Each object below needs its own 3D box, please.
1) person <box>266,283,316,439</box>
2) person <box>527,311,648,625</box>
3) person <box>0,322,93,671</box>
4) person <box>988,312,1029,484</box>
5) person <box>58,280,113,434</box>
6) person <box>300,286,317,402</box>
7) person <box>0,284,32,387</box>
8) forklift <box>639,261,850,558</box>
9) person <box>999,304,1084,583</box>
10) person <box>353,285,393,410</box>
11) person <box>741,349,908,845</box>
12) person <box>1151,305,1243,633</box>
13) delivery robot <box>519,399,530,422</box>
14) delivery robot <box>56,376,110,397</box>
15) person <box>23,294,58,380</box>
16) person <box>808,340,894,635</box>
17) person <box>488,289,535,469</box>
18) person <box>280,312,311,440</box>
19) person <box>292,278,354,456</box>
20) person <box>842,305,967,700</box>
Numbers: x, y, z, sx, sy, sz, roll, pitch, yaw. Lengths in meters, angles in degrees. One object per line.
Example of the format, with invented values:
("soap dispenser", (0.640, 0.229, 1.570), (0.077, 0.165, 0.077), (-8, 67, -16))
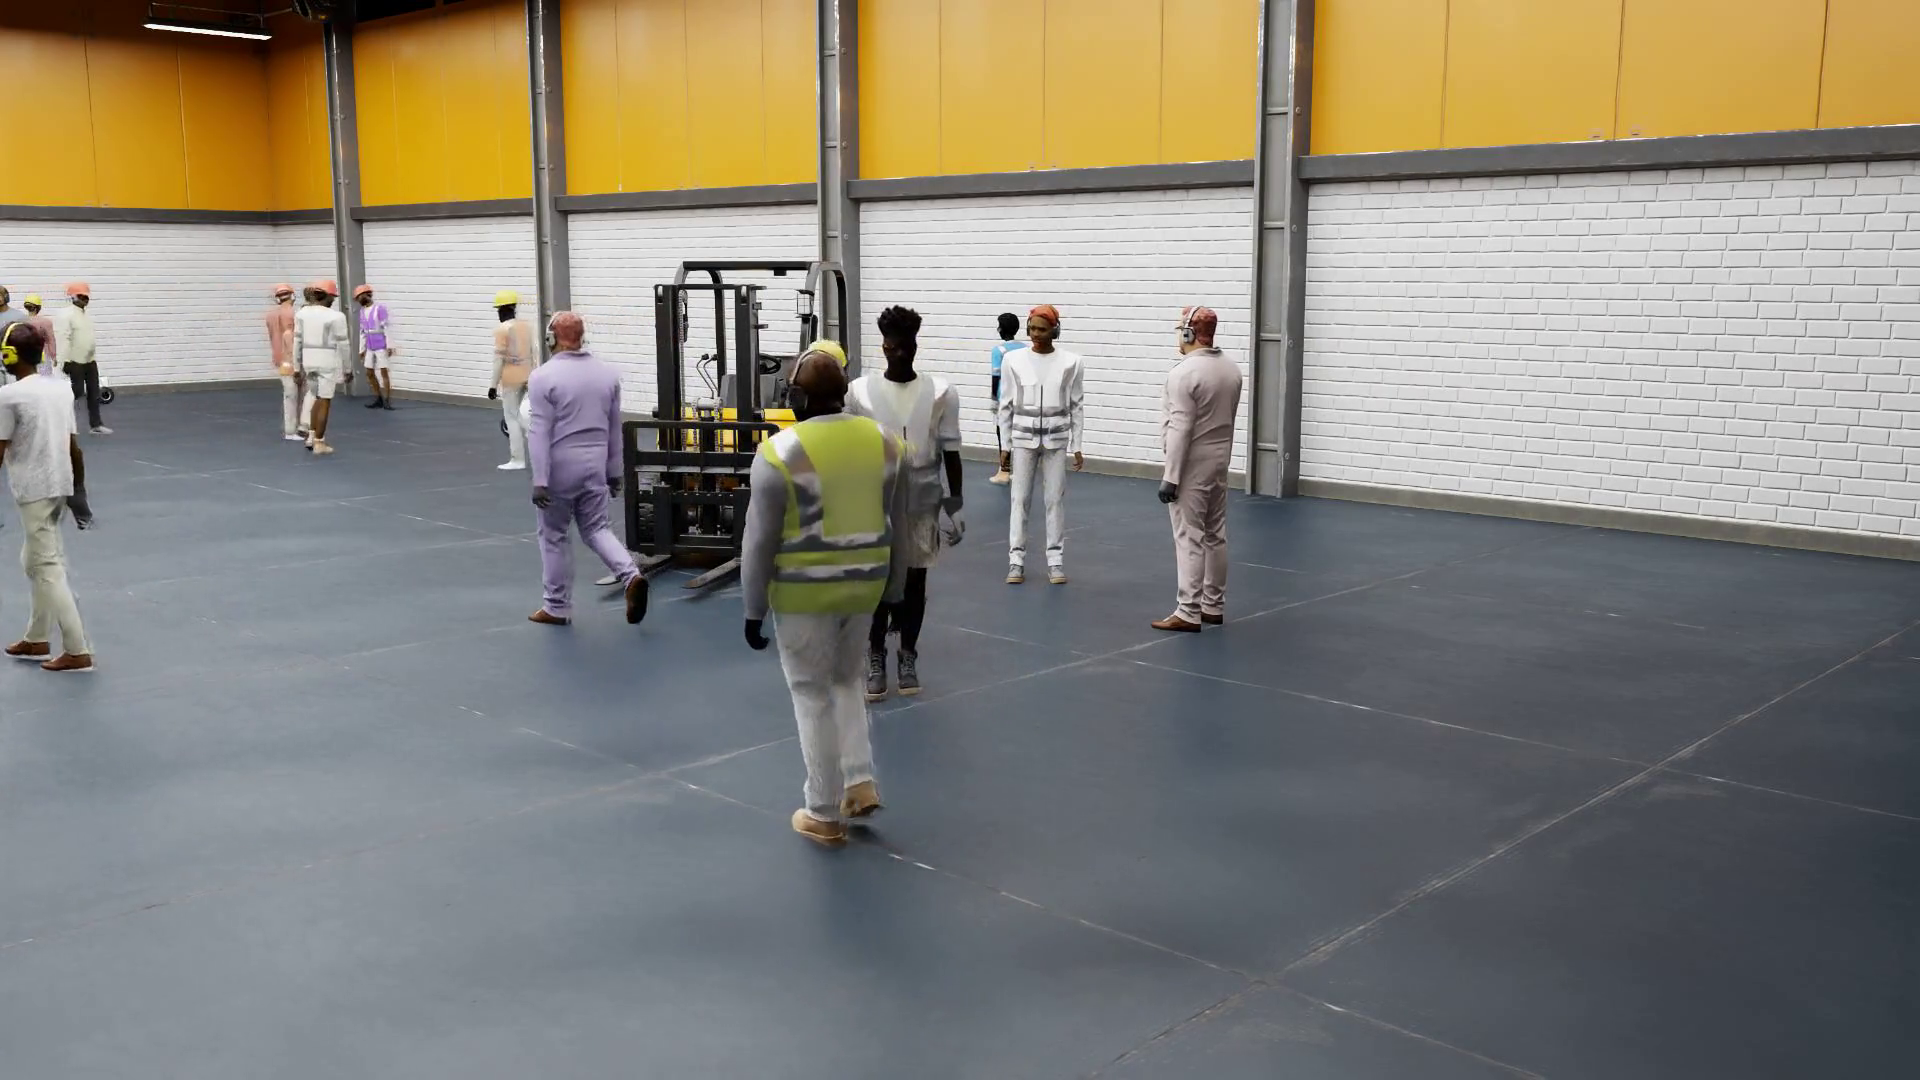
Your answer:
("person", (-8.312, -2.216, 20.674), (0.649, 1.947, 0.458), (3, 10, 18))
("person", (-2.224, -0.401, 9.779), (0.777, 1.881, 0.646), (7, 12, 36))
("person", (-4.944, -0.209, 8.736), (0.775, 1.838, 0.515), (2, 9, 9))
("person", (0.492, -1.396, 16.438), (0.533, 1.693, 0.317), (-9, 13, -43))
("person", (-11.337, -2.328, 21.288), (0.753, 1.977, 0.628), (1, 9, 7))
("person", (-10.323, -3.107, 26.473), (0.351, 1.843, 0.506), (-4, 10, -25))
("person", (-11.286, -2.046, 19.669), (0.627, 1.941, 0.372), (0, 9, -2))
("forklift", (-1.552, -1.040, 12.721), (1.214, 2.155, 2.313), (2, 9, 11))
("person", (0.545, -0.640, 11.215), (0.573, 1.885, 0.357), (0, 9, 2))
("person", (-8.791, -2.892, 25.060), (0.662, 1.883, 0.374), (5, 10, 28))
("person", (-0.503, 0.217, 6.126), (0.657, 1.828, 0.455), (-7, 12, -36))
("person", (1.370, -0.414, 9.761), (0.409, 1.909, 0.641), (7, 12, 39))
("delivery robot", (-5.352, -1.612, 20.953), (0.707, 0.478, 0.477), (4, 10, 22))
("delivery robot", (-13.724, -2.438, 26.017), (0.477, 0.478, 0.707), (9, 13, 43))
("person", (-13.028, -2.581, 23.476), (0.532, 1.767, 0.328), (-2, 9, -10))
("person", (-0.605, -0.225, 9.103), (0.565, 1.746, 0.538), (-3, 10, -17))
("person", (-4.686, -1.676, 17.517), (0.487, 1.906, 0.583), (2, 9, 12))
("person", (-8.217, -2.035, 20.582), (0.391, 1.622, 0.537), (-1, 9, -5))
("person", (-7.268, -1.971, 18.974), (0.628, 2.011, 0.553), (2, 10, 15))
("person", (-0.273, -0.171, 8.165), (0.609, 1.947, 0.582), (-2, 9, -12))
